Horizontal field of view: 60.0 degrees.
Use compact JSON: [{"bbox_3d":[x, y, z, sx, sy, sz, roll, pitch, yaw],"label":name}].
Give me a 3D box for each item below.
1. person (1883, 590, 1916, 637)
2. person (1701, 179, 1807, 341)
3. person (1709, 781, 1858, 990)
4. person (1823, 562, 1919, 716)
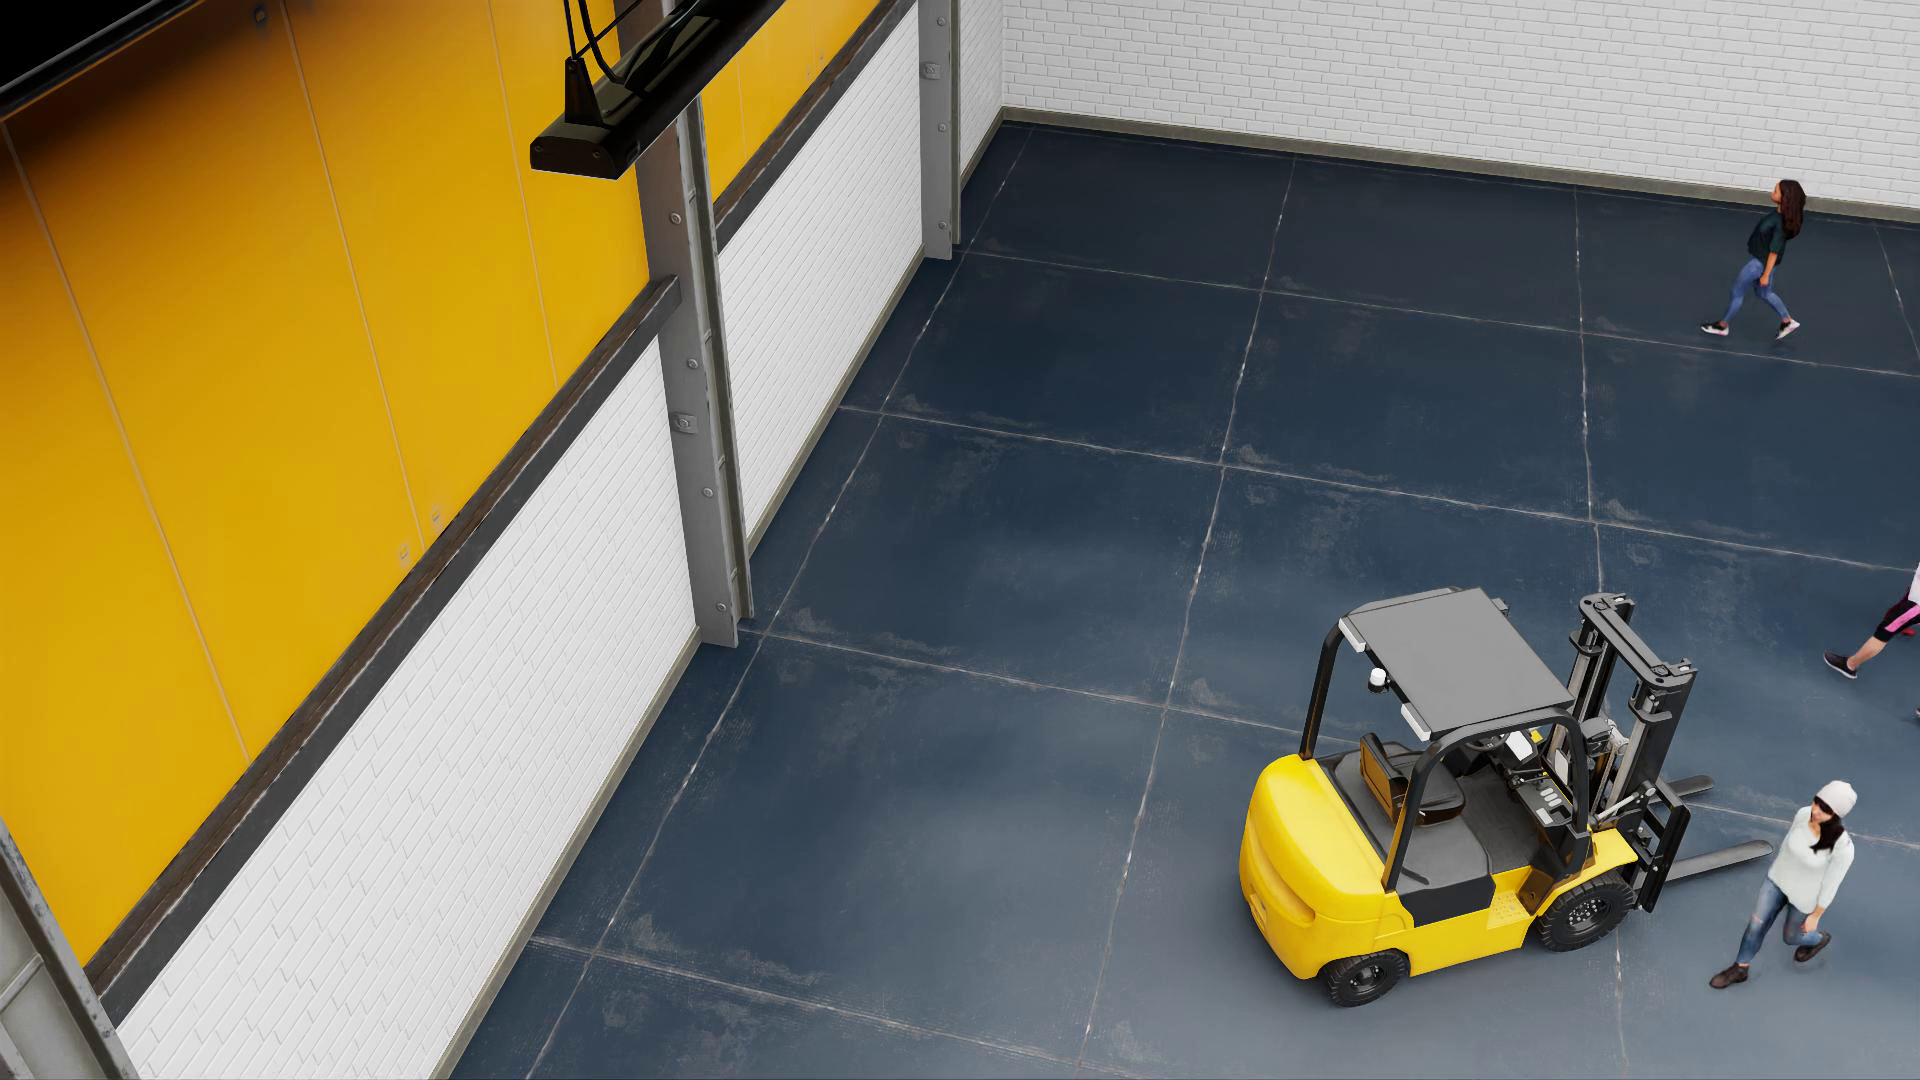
[{"bbox_3d":[7.052,0.066,11.798,0.892,1.673,1.066,23,44,26],"label":"person"},{"bbox_3d":[7.365,-2.490,15.063,0.771,1.592,1.019,16,41,19],"label":"person"},{"bbox_3d":[4.821,1.975,9.447,0.993,1.623,0.990,-15,41,-18],"label":"person"},{"bbox_3d":[6.643,0.500,11.204,1.162,1.735,1.166,-24,44,-27],"label":"person"}]
